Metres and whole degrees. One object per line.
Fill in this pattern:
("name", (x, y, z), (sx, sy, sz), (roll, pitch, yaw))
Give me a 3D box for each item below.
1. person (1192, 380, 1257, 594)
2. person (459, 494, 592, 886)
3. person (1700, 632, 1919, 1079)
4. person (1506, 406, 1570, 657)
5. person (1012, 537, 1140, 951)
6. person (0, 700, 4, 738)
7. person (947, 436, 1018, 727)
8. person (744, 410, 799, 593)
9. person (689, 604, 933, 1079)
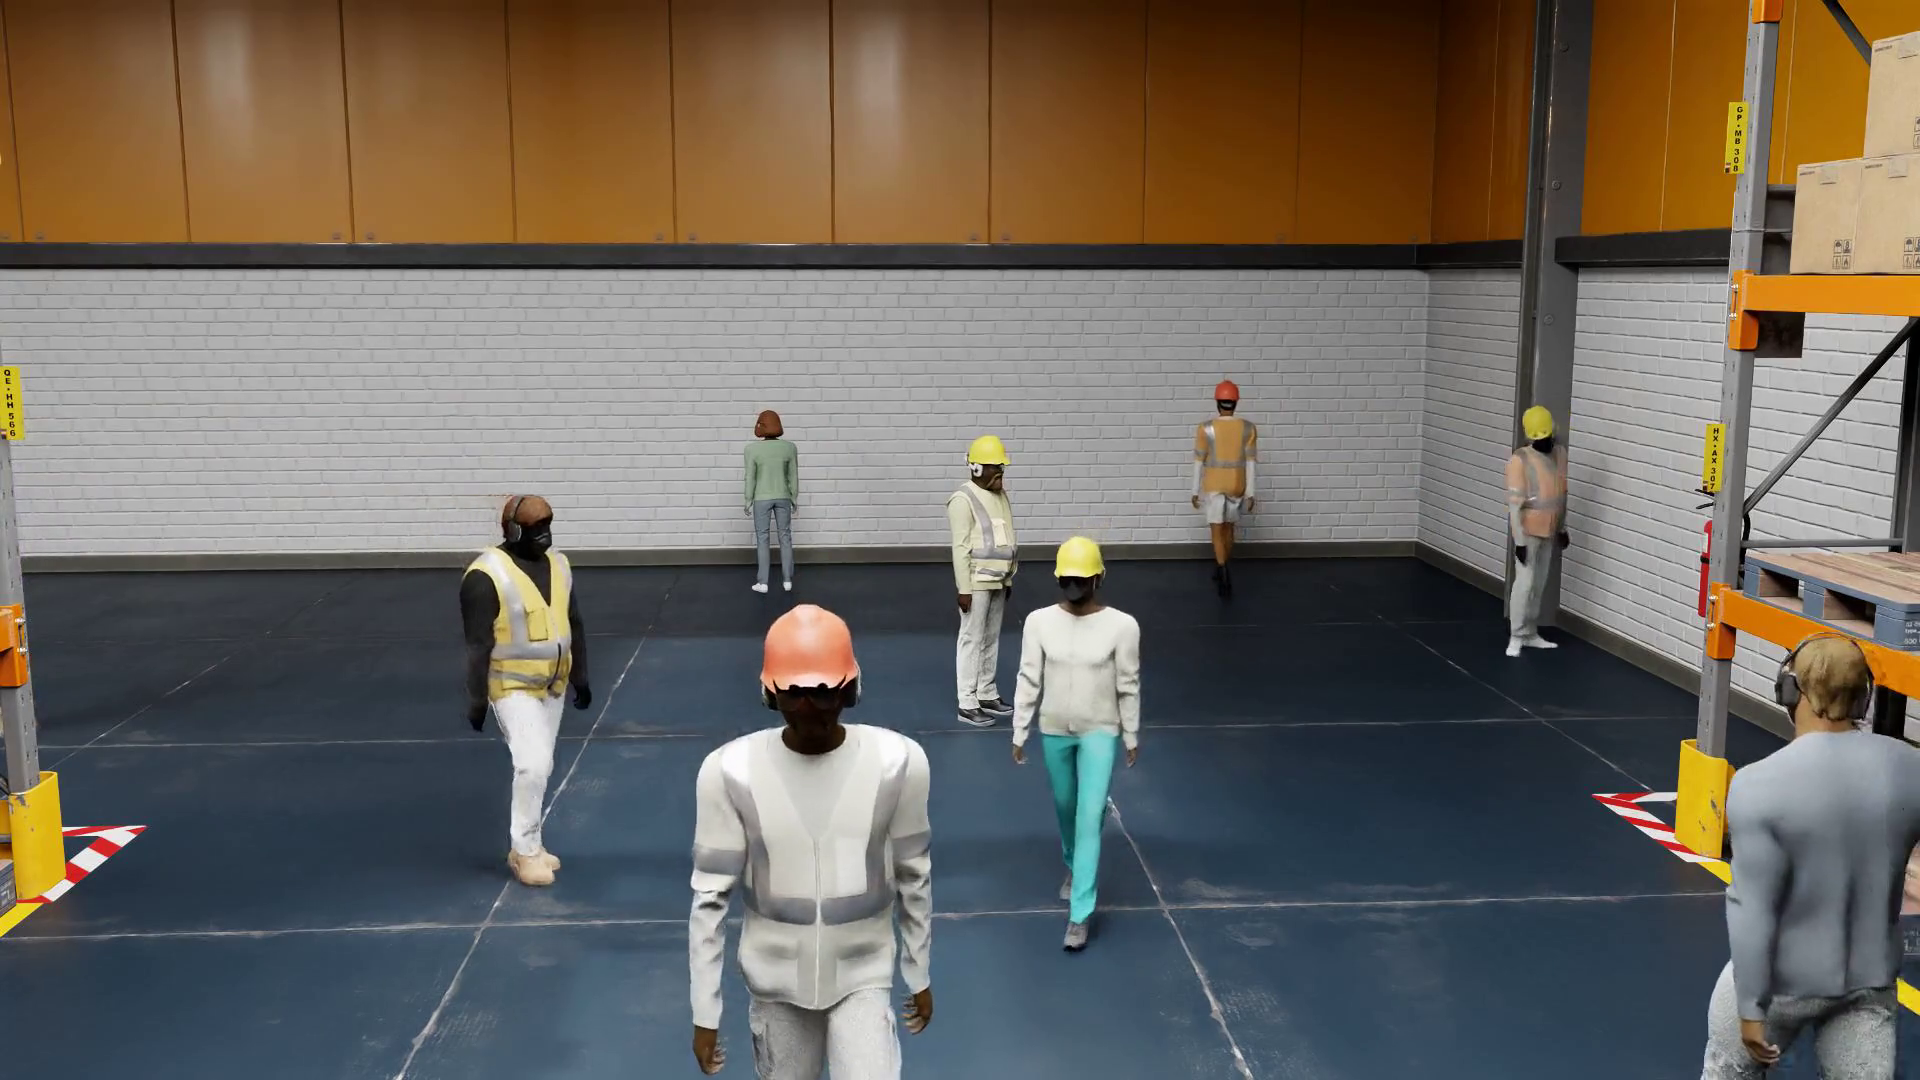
("person", (2.381, -0.481, 14.922), (0.551, 1.907, 0.930), (0, 9, -2))
("person", (-1.970, 0.692, 7.775), (0.563, 1.822, 0.652), (5, 10, 28))
("person", (2.349, 1.188, 4.559), (0.616, 1.884, 1.012), (-1, 9, -7))
("person", (4.301, -0.062, 12.375), (0.680, 1.881, 0.405), (-6, 11, -34))
("person", (0.502, 0.833, 7.248), (0.537, 1.718, 0.887), (3, 10, 20))
("person", (-6.127, 0.267, 9.980), (0.889, 2.018, 0.628), (-7, 11, -37))
("person", (0.161, 0.249, 10.554), (0.404, 1.829, 0.600), (5, 10, 29))
("person", (-1.689, -0.344, 14.893), (0.507, 1.633, 0.280), (-4, 10, -24))
("person", (-0.378, 1.162, 4.289), (0.639, 1.995, 0.987), (-1, 9, -4))
